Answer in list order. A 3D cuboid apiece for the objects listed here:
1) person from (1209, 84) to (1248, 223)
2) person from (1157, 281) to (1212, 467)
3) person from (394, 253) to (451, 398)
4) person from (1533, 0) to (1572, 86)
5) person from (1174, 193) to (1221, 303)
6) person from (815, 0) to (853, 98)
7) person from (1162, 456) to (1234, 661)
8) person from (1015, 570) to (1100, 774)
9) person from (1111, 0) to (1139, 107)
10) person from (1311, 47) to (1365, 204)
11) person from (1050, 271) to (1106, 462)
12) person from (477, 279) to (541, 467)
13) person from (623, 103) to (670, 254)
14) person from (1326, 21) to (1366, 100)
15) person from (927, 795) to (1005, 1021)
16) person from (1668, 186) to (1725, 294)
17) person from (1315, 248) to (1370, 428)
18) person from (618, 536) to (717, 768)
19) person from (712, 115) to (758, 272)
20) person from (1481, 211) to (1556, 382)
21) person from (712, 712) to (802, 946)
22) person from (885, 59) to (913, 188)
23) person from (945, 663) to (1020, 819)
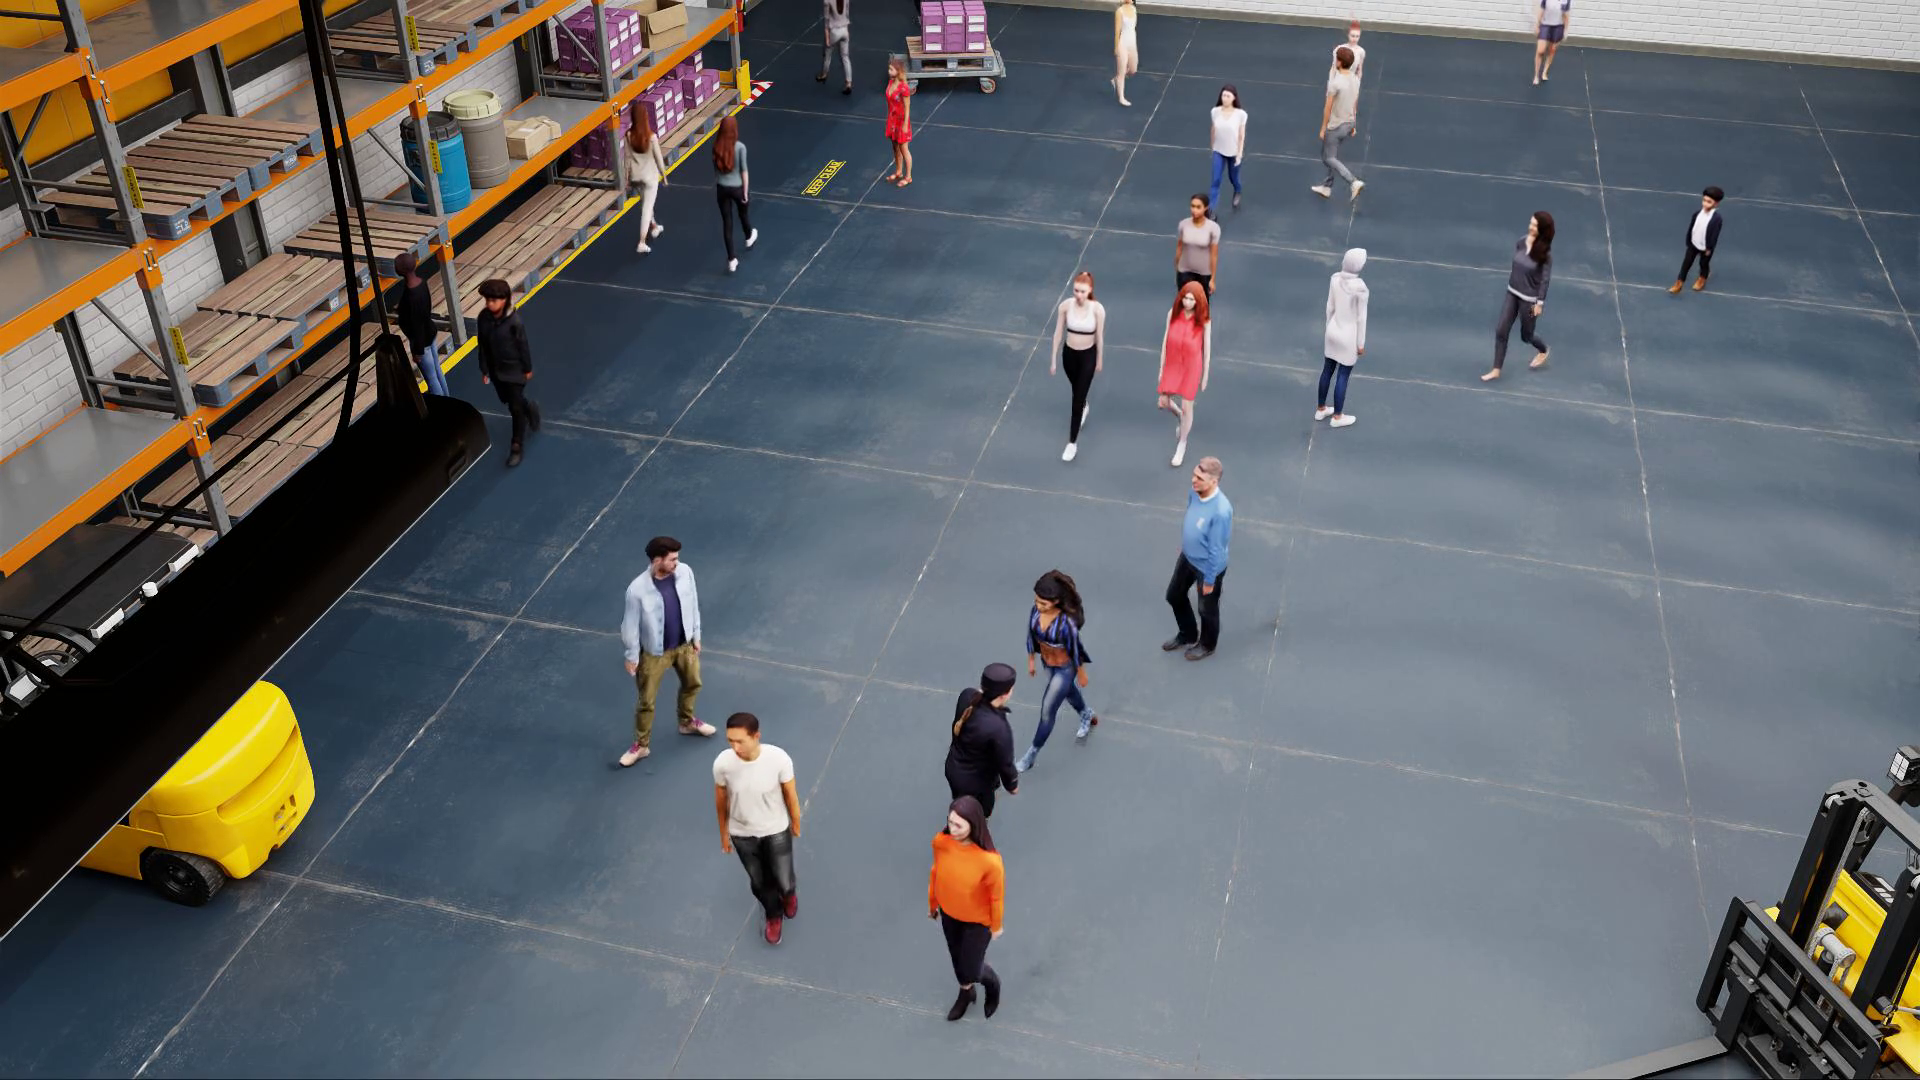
[{"bbox_3d":[3.209,-4.602,19.795,0.695,1.656,1.094,14,36,20],"label":"person"},{"bbox_3d":[2.048,-1.545,15.055,0.692,1.813,0.823,16,37,22],"label":"person"},{"bbox_3d":[-5.036,-1.888,15.627,0.716,1.750,0.576,-2,34,-3],"label":"person"},{"bbox_3d":[8.613,-7.475,24.218,0.591,1.546,0.751,5,34,8],"label":"person"},{"bbox_3d":[2.412,-2.709,16.877,0.664,1.735,0.866,13,36,19],"label":"person"},{"bbox_3d":[-1.693,-7.082,23.559,1.120,1.621,1.120,-22,40,-30],"label":"person"},{"bbox_3d":[1.912,0.127,12.549,0.865,1.802,0.793,-15,36,-21],"label":"person"},{"bbox_3d":[0.743,0.866,11.641,1.182,1.577,1.033,-26,42,-34],"label":"person"},{"bbox_3d":[2.261,-6.938,23.333,0.781,1.631,0.822,-24,40,-31],"label":"person"},{"bbox_3d":[4.660,-4.968,20.159,1.072,1.864,1.022,-26,42,-34],"label":"person"},{"bbox_3d":[1.116,-1.688,15.382,0.631,1.689,1.201,10,35,14],"label":"person"},{"bbox_3d":[-4.115,-1.607,15.200,0.611,1.755,1.062,8,34,12],"label":"person"},{"bbox_3d":[-3.635,-4.098,19.014,0.611,1.682,1.070,8,34,12],"label":"person"},{"bbox_3d":[4.955,-5.831,21.555,0.585,1.754,1.092,8,34,12],"label":"person"},{"bbox_3d":[0.095,2.109,9.622,0.738,1.740,0.767,26,41,33],"label":"person"},{"bbox_3d":[8.169,-3.279,18.220,0.904,1.197,0.784,-24,41,-32],"label":"person"},{"bbox_3d":[3.597,-1.910,15.638,0.741,1.775,0.701,-22,39,-29],"label":"person"},{"bbox_3d":[-2.111,0.753,11.615,0.870,1.795,1.009,-16,37,-23],"label":"person"},{"bbox_3d":[-2.582,-3.845,18.622,0.666,1.695,1.128,5,34,7],"label":"person"},{"bbox_3d":[5.630,-2.411,16.421,1.116,1.743,1.031,-20,38,-27],"label":"person"},{"bbox_3d":[-1.214,1.700,10.199,0.756,1.784,0.795,-3,34,-5],"label":"person"},{"bbox_3d":[-0.755,-5.227,20.794,0.713,1.592,0.663,-21,39,-28],"label":"person"},{"bbox_3d":[0.038,1.517,10.609,0.910,1.635,0.839,-17,37,-24],"label":"person"}]
